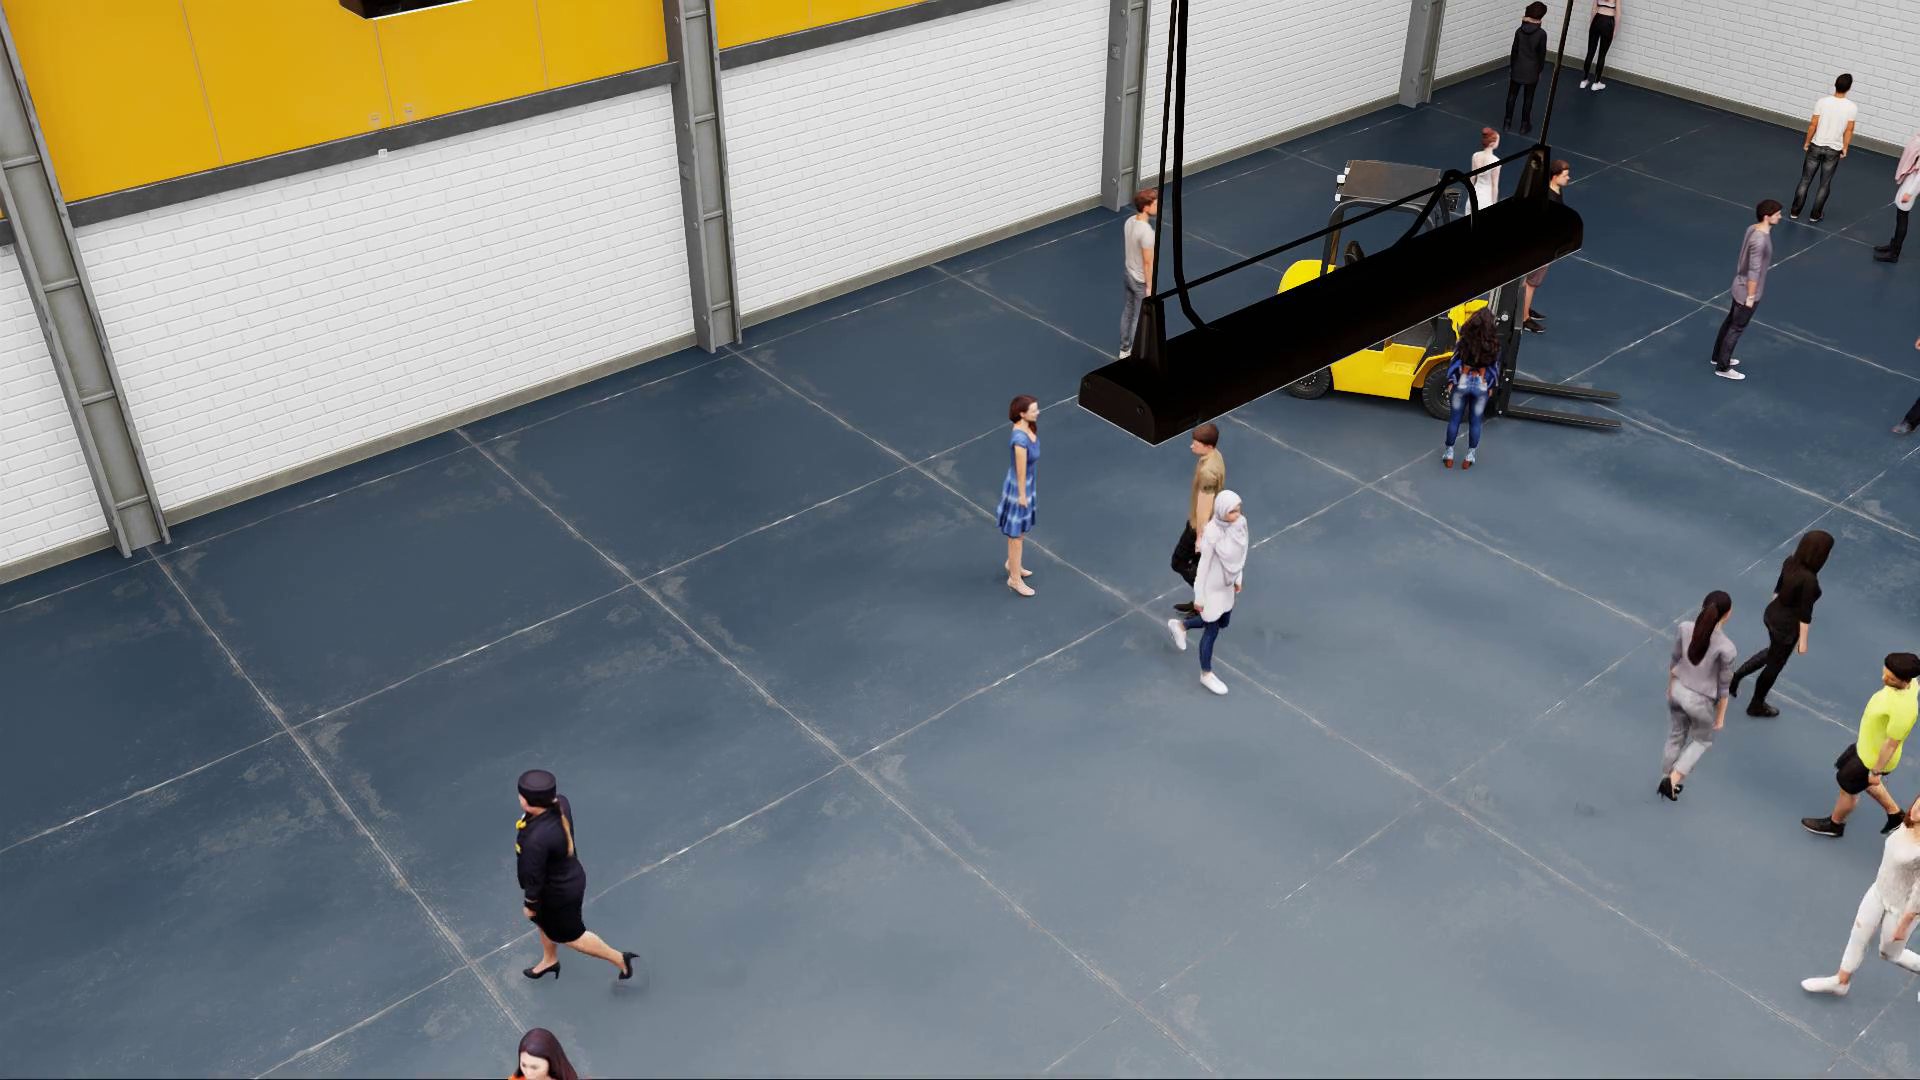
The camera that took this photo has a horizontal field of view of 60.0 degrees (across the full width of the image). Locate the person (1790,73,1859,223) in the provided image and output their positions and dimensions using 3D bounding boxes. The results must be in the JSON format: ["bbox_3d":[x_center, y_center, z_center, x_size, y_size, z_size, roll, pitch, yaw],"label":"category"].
[{"bbox_3d":[10.498,-4.766,20.175,0.697,1.804,0.640,20,38,27],"label":"person"}]

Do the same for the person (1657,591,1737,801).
[{"bbox_3d":[4.972,1.132,11.441,0.719,1.650,0.734,-14,36,-21],"label":"person"}]

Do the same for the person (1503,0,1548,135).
[{"bbox_3d":[7.746,-6.459,22.743,0.697,1.781,0.707,19,38,26],"label":"person"}]

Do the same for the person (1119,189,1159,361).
[{"bbox_3d":[1.815,-2.664,16.935,0.681,1.891,0.729,-12,35,-17],"label":"person"}]

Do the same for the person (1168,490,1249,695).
[{"bbox_3d":[1.876,0.324,12.556,0.839,1.761,0.687,-24,41,-32],"label":"person"}]

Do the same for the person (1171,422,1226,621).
[{"bbox_3d":[2.012,-0.113,13.148,0.902,1.834,0.823,6,34,9],"label":"person"}]

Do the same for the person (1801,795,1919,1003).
[{"bbox_3d":[5.661,2.147,9.879,1.083,1.689,1.014,2,34,3],"label":"person"}]

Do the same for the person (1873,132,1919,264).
[{"bbox_3d":[10.964,-4.083,19.149,0.772,1.803,0.652,17,37,24],"label":"person"}]

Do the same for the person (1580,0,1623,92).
[{"bbox_3d":[9.377,-7.475,24.302,0.540,1.747,0.602,-29,43,-36],"label":"person"}]

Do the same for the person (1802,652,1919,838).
[{"bbox_3d":[6.156,1.402,11.017,0.953,1.669,0.948,16,37,22],"label":"person"}]

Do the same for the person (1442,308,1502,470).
[{"bbox_3d":[4.695,-1.399,15.282,0.694,1.615,0.719,9,35,14],"label":"person"}]

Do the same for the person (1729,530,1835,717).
[{"bbox_3d":[5.969,0.629,12.215,0.835,1.631,0.770,0,34,0],"label":"person"}]

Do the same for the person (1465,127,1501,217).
[{"bbox_3d":[5.822,-3.763,18.678,0.563,1.791,0.618,-15,37,-22],"label":"person"}]

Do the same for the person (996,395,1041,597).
[{"bbox_3d":[0.507,-0.386,13.585,0.804,1.805,0.758,1,34,2],"label":"person"}]

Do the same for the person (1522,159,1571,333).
[{"bbox_3d":[6.199,-3.160,17.707,0.834,1.862,0.712,11,35,16],"label":"person"}]

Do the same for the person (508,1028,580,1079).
[{"bbox_3d":[-1.985,3.070,8.467,1.025,1.715,1.168,7,34,11],"label":"person"}]

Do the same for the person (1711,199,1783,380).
[{"bbox_3d":[7.950,-2.557,16.807,0.805,1.853,0.699,8,34,12],"label":"person"}]

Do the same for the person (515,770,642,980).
[{"bbox_3d":[-2.358,2.098,9.987,1.131,1.651,1.046,0,34,1],"label":"person"}]
